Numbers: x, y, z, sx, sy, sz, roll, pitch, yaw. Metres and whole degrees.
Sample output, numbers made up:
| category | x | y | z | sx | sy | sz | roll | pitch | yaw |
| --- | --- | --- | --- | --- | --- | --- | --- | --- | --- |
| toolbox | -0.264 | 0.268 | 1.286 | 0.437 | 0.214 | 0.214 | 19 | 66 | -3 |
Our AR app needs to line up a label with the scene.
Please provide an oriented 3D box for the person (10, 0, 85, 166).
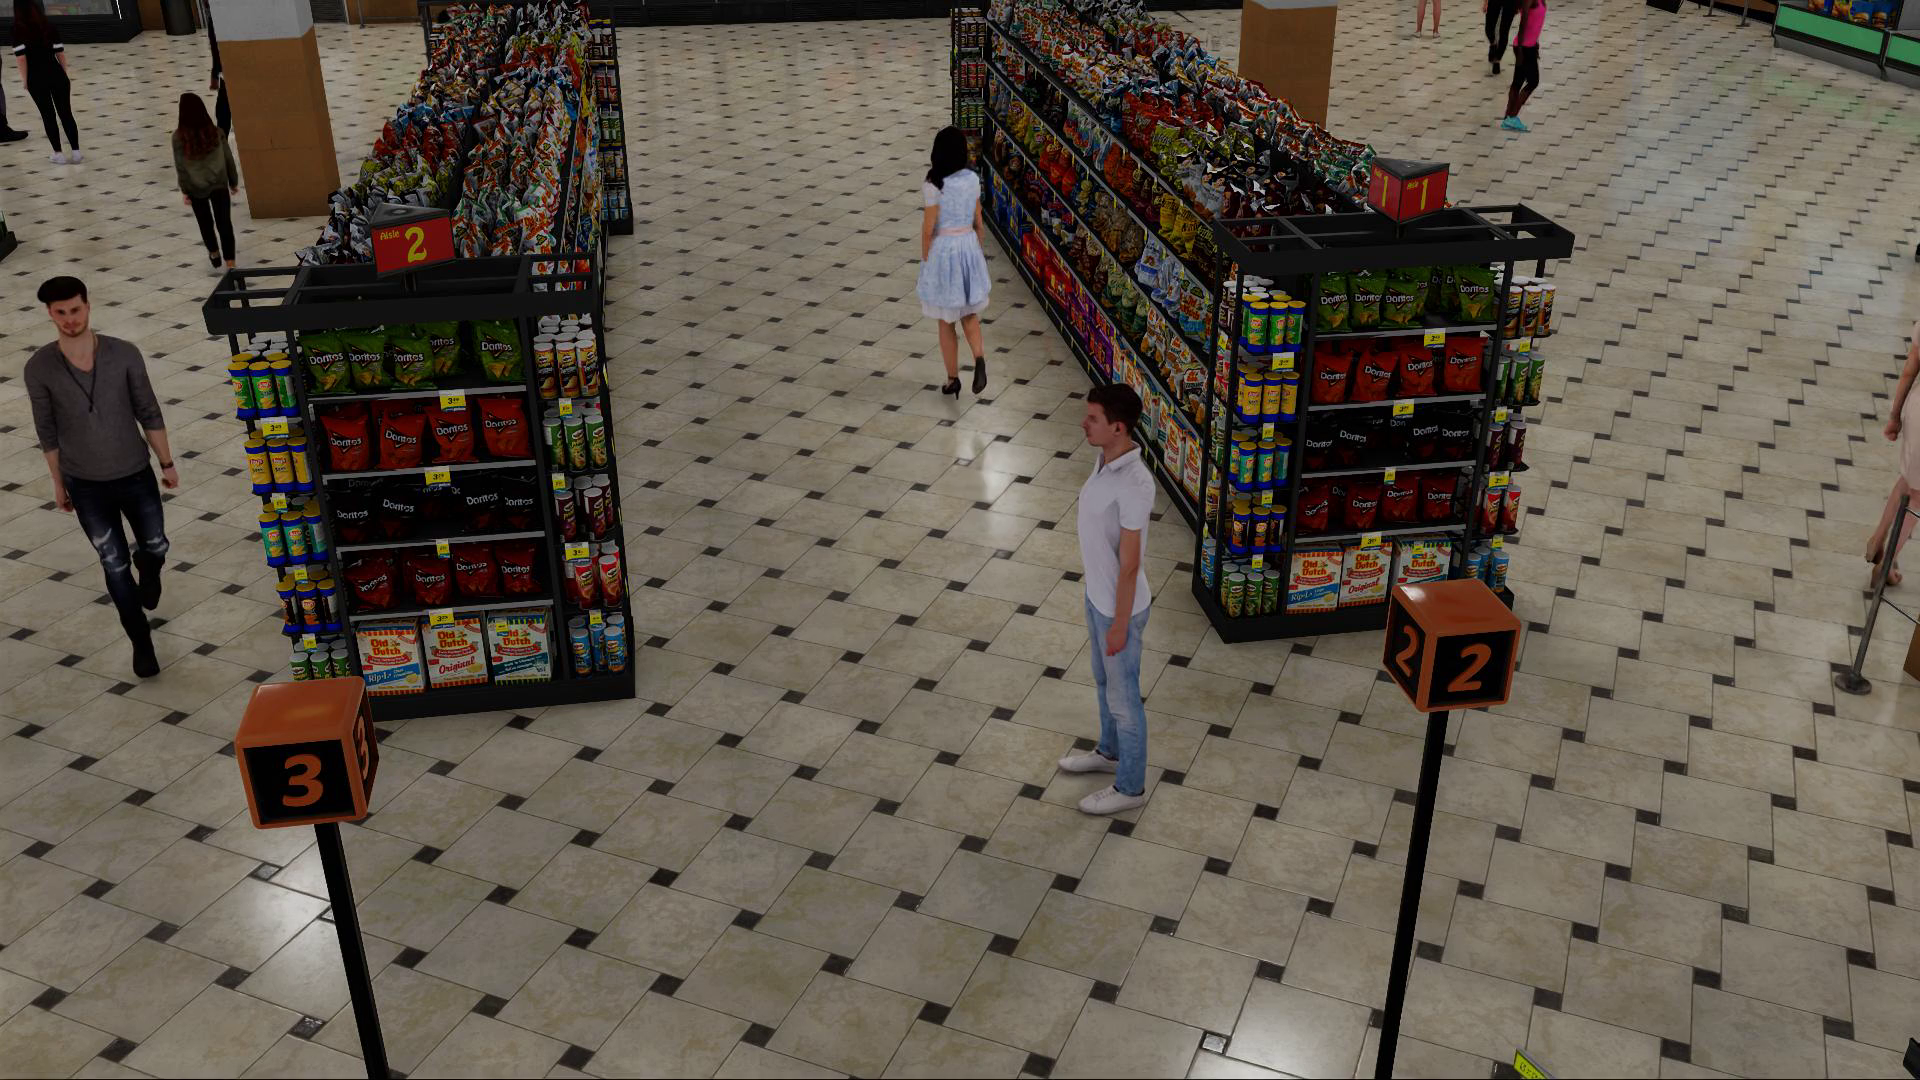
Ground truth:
| category | x | y | z | sx | sy | sz | roll | pitch | yaw |
| --- | --- | --- | --- | --- | --- | --- | --- | --- | --- |
| person | -9.021 | -4.553 | 16.411 | 0.707 | 1.638 | 0.732 | -20 | 33 | -34 |

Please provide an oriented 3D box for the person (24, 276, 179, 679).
| category | x | y | z | sx | sy | sz | roll | pitch | yaw |
| --- | --- | --- | --- | --- | --- | --- | --- | --- | --- |
| person | -4.001 | -0.336 | 7.829 | 0.943 | 1.879 | 1.217 | -15 | 30 | -27 |

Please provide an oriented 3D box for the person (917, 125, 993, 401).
| category | x | y | z | sx | sy | sz | roll | pitch | yaw |
| --- | --- | --- | --- | --- | --- | --- | --- | --- | --- |
| person | 0.003 | -1.694 | 10.590 | 0.800 | 1.804 | 0.981 | -12 | 29 | -23 |

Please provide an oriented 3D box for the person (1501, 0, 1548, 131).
| category | x | y | z | sx | sy | sz | roll | pitch | yaw |
| --- | --- | --- | --- | --- | --- | --- | --- | --- | --- |
| person | 5.896 | -5.200 | 17.602 | 0.775 | 1.715 | 0.711 | 16 | 31 | 28 |

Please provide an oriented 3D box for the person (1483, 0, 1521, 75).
| category | x | y | z | sx | sy | sz | roll | pitch | yaw |
| --- | --- | --- | --- | --- | --- | --- | --- | --- | --- |
| person | 6.691 | -6.650 | 20.481 | 0.906 | 1.697 | 1.069 | 9 | 28 | 17 |

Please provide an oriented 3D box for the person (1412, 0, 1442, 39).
| category | x | y | z | sx | sy | sz | roll | pitch | yaw |
| --- | --- | --- | --- | --- | --- | --- | --- | --- | --- |
| person | 6.412 | -7.712 | 22.548 | 0.690 | 1.722 | 0.696 | 6 | 28 | 12 |

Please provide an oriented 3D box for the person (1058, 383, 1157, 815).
| category | x | y | z | sx | sy | sz | roll | pitch | yaw |
| --- | --- | --- | --- | --- | --- | --- | --- | --- | --- |
| person | 0.640 | 0.238 | 6.729 | 0.695 | 1.851 | 0.461 | -4 | 27 | -8 |

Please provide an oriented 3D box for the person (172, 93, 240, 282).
| category | x | y | z | sx | sy | sz | roll | pitch | yaw |
| --- | --- | --- | --- | --- | --- | --- | --- | --- | --- |
| person | -5.867 | -2.723 | 13.024 | 0.808 | 1.438 | 1.086 | -14 | 30 | -25 |

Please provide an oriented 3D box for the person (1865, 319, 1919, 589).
| category | x | y | z | sx | sy | sz | roll | pitch | yaw |
| --- | --- | --- | --- | --- | --- | --- | --- | --- | --- |
| person | 4.847 | -0.515 | 8.355 | 0.752 | 1.723 | 0.663 | -14 | 30 | -26 |

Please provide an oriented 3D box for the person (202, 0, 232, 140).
| category | x | y | z | sx | sy | sz | roll | pitch | yaw |
| --- | --- | --- | --- | --- | --- | --- | --- | --- | --- |
| person | -6.946 | -4.483 | 16.112 | 0.969 | 1.784 | 1.138 | -13 | 30 | -24 |
